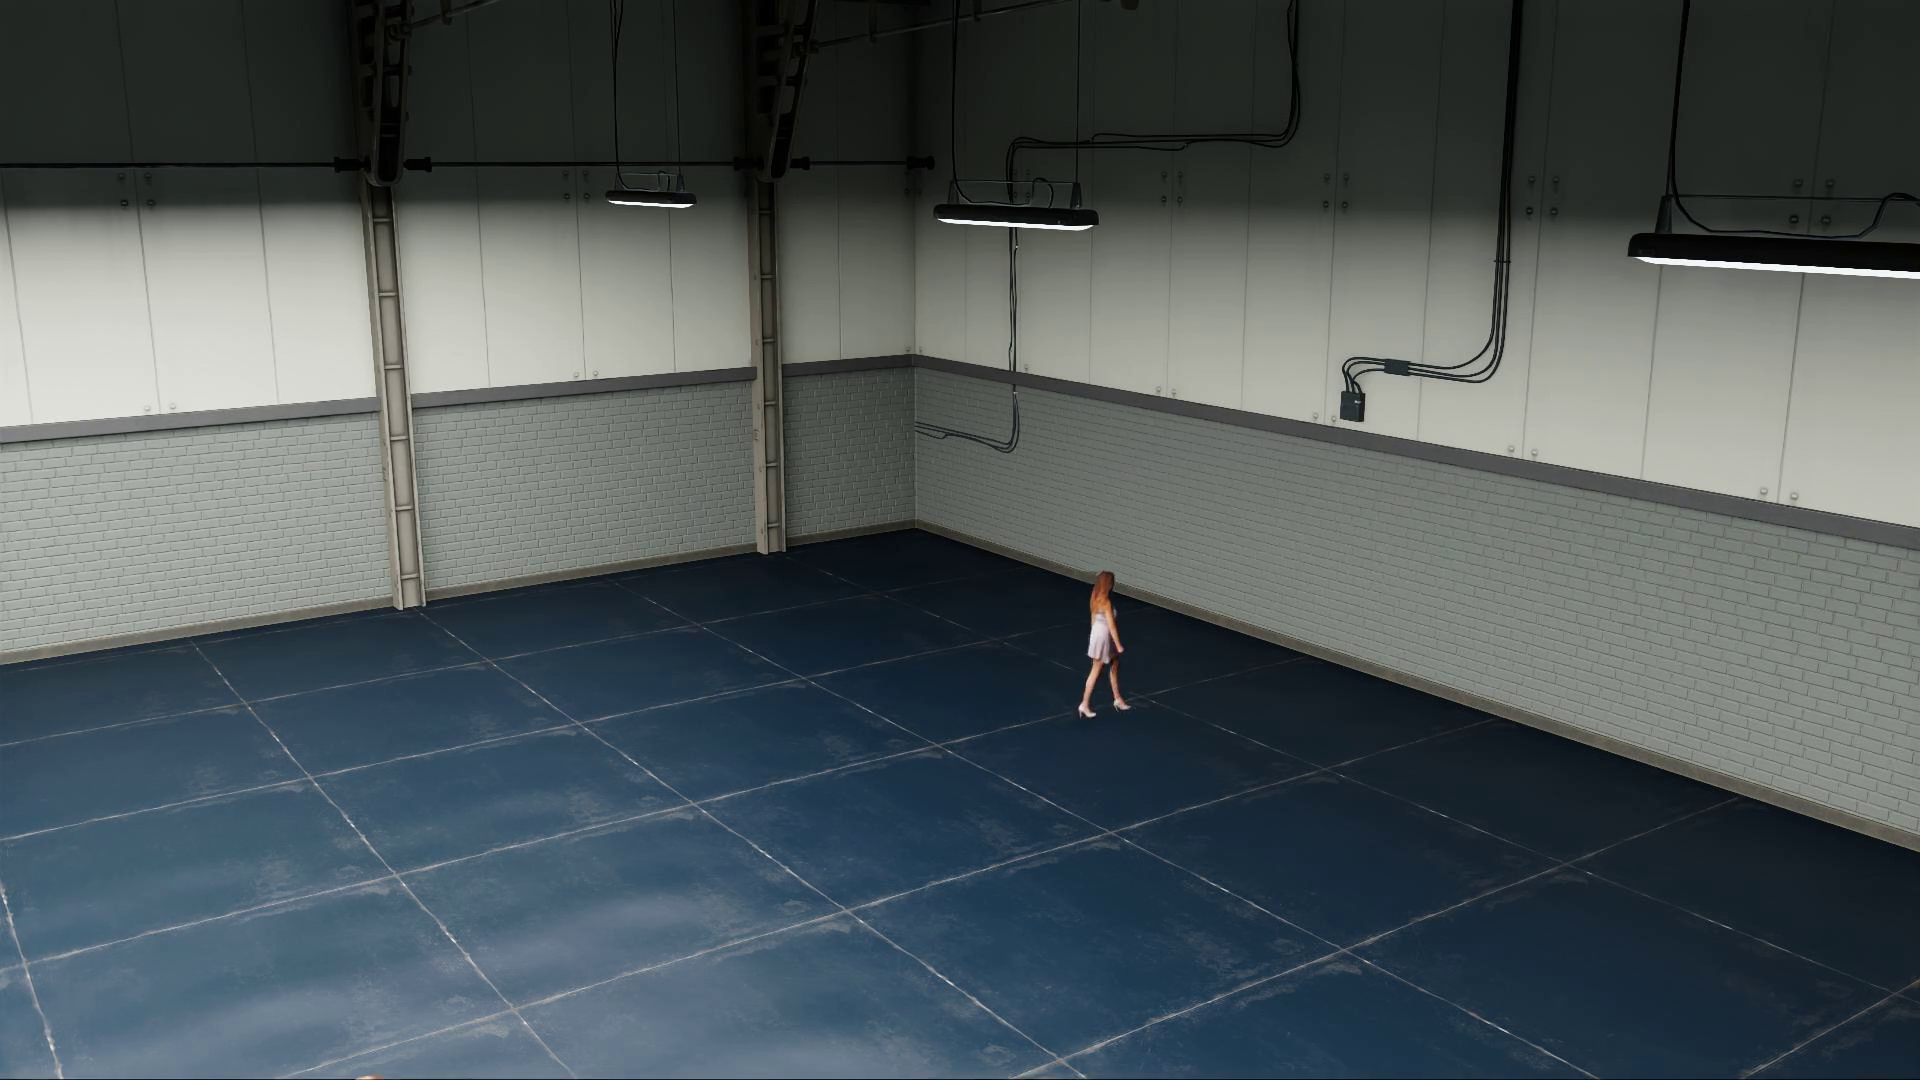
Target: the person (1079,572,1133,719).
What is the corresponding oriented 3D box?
[{"bbox_3d":[1.560,1.241,19.251,0.974,1.744,0.784,-2,13,-10],"label":"person"}]
